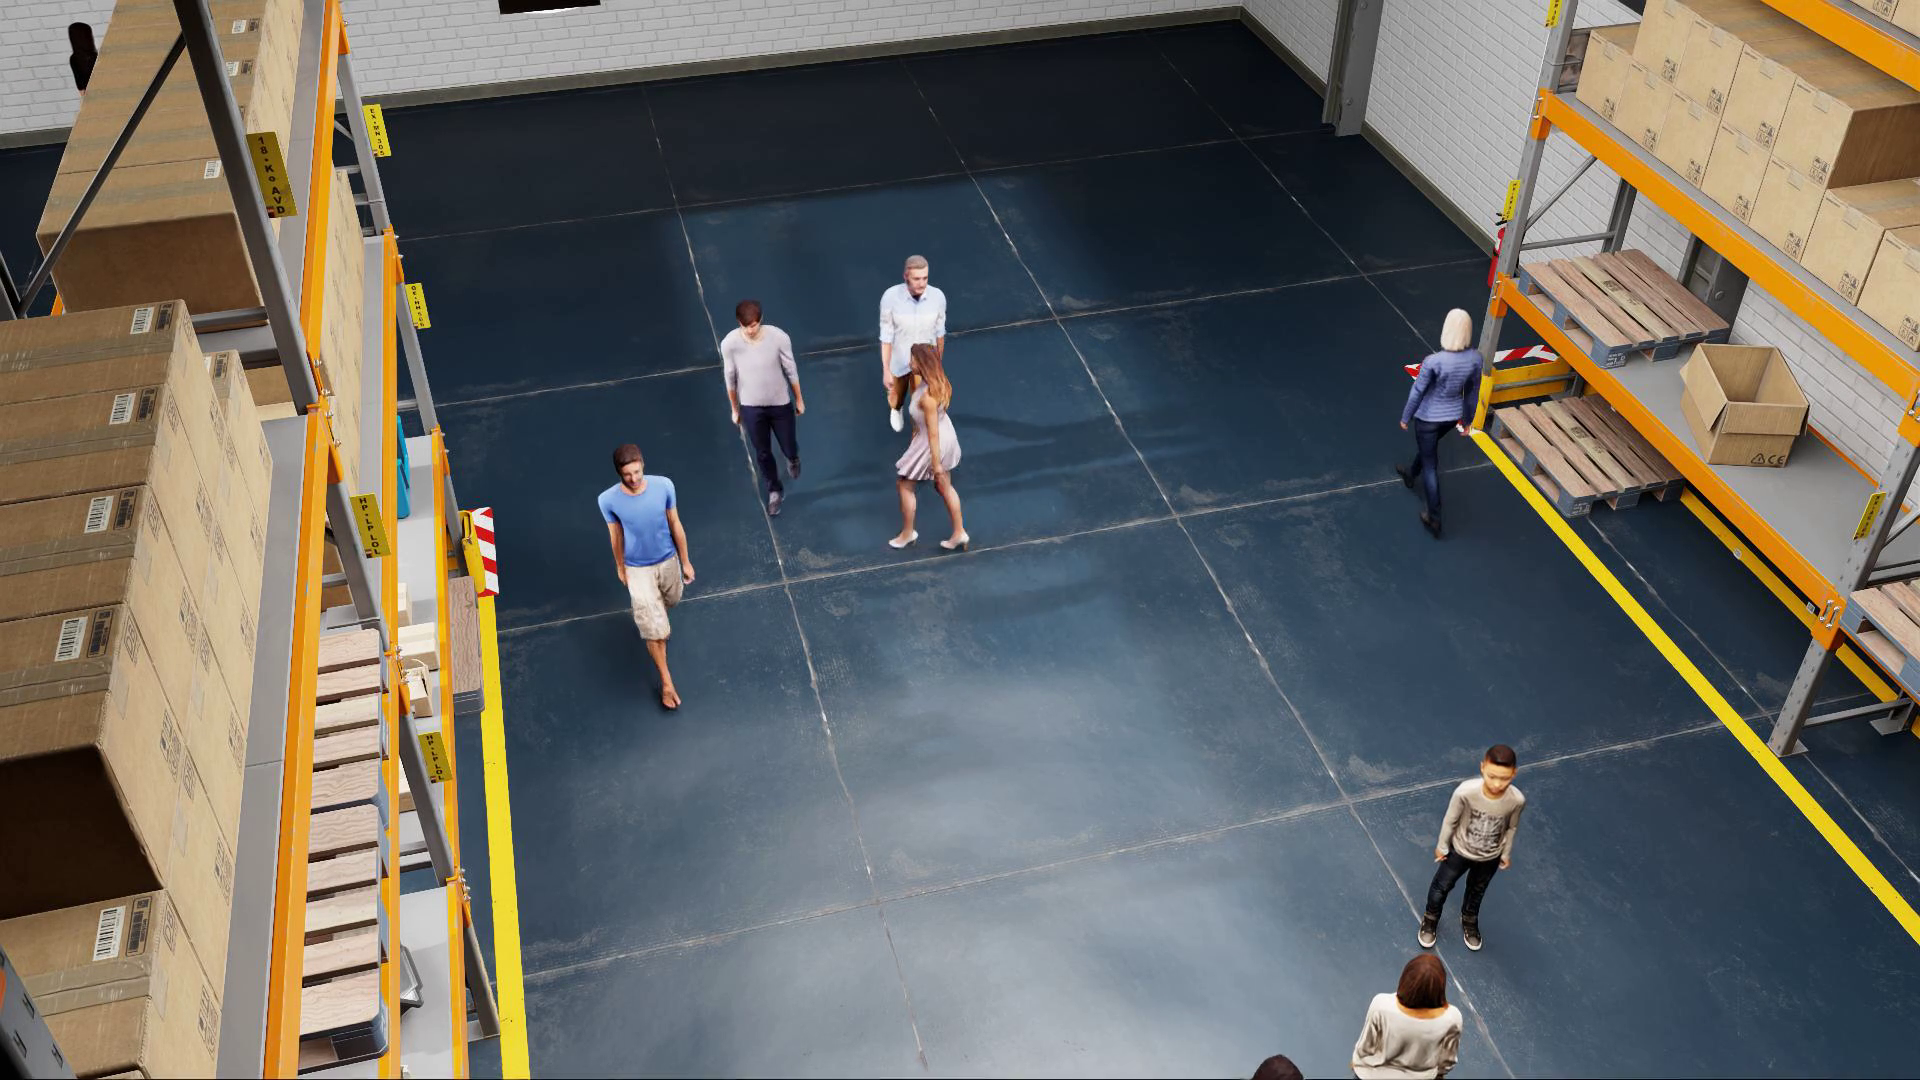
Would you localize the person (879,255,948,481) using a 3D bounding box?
[{"bbox_3d":[-0.397,-1.405,12.704,0.757,1.795,1.155,-4,39,-5],"label":"person"}]

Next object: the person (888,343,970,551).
[{"bbox_3d":[-0.100,-0.612,11.750,0.829,1.746,0.846,9,39,11],"label":"person"}]

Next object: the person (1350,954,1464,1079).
[{"bbox_3d":[2.073,2.525,7.873,0.697,1.682,0.681,6,39,8],"label":"person"}]

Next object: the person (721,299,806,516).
[{"bbox_3d":[-1.420,-1.053,12.245,0.837,1.818,0.917,-3,39,-3],"label":"person"}]

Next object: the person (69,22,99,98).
[{"bbox_3d":[-8.477,-4.295,16.445,0.640,1.641,0.630,5,39,6],"label":"person"}]

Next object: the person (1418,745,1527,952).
[{"bbox_3d":[2.827,1.673,9.116,0.620,1.463,0.606,4,39,5],"label":"person"}]

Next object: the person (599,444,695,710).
[{"bbox_3d":[-2.027,0.085,10.802,0.814,1.840,1.254,-17,42,-20],"label":"person"}]

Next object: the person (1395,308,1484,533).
[{"bbox_3d":[3.501,-0.844,12.073,0.647,1.705,1.062,-9,39,-11],"label":"person"}]
